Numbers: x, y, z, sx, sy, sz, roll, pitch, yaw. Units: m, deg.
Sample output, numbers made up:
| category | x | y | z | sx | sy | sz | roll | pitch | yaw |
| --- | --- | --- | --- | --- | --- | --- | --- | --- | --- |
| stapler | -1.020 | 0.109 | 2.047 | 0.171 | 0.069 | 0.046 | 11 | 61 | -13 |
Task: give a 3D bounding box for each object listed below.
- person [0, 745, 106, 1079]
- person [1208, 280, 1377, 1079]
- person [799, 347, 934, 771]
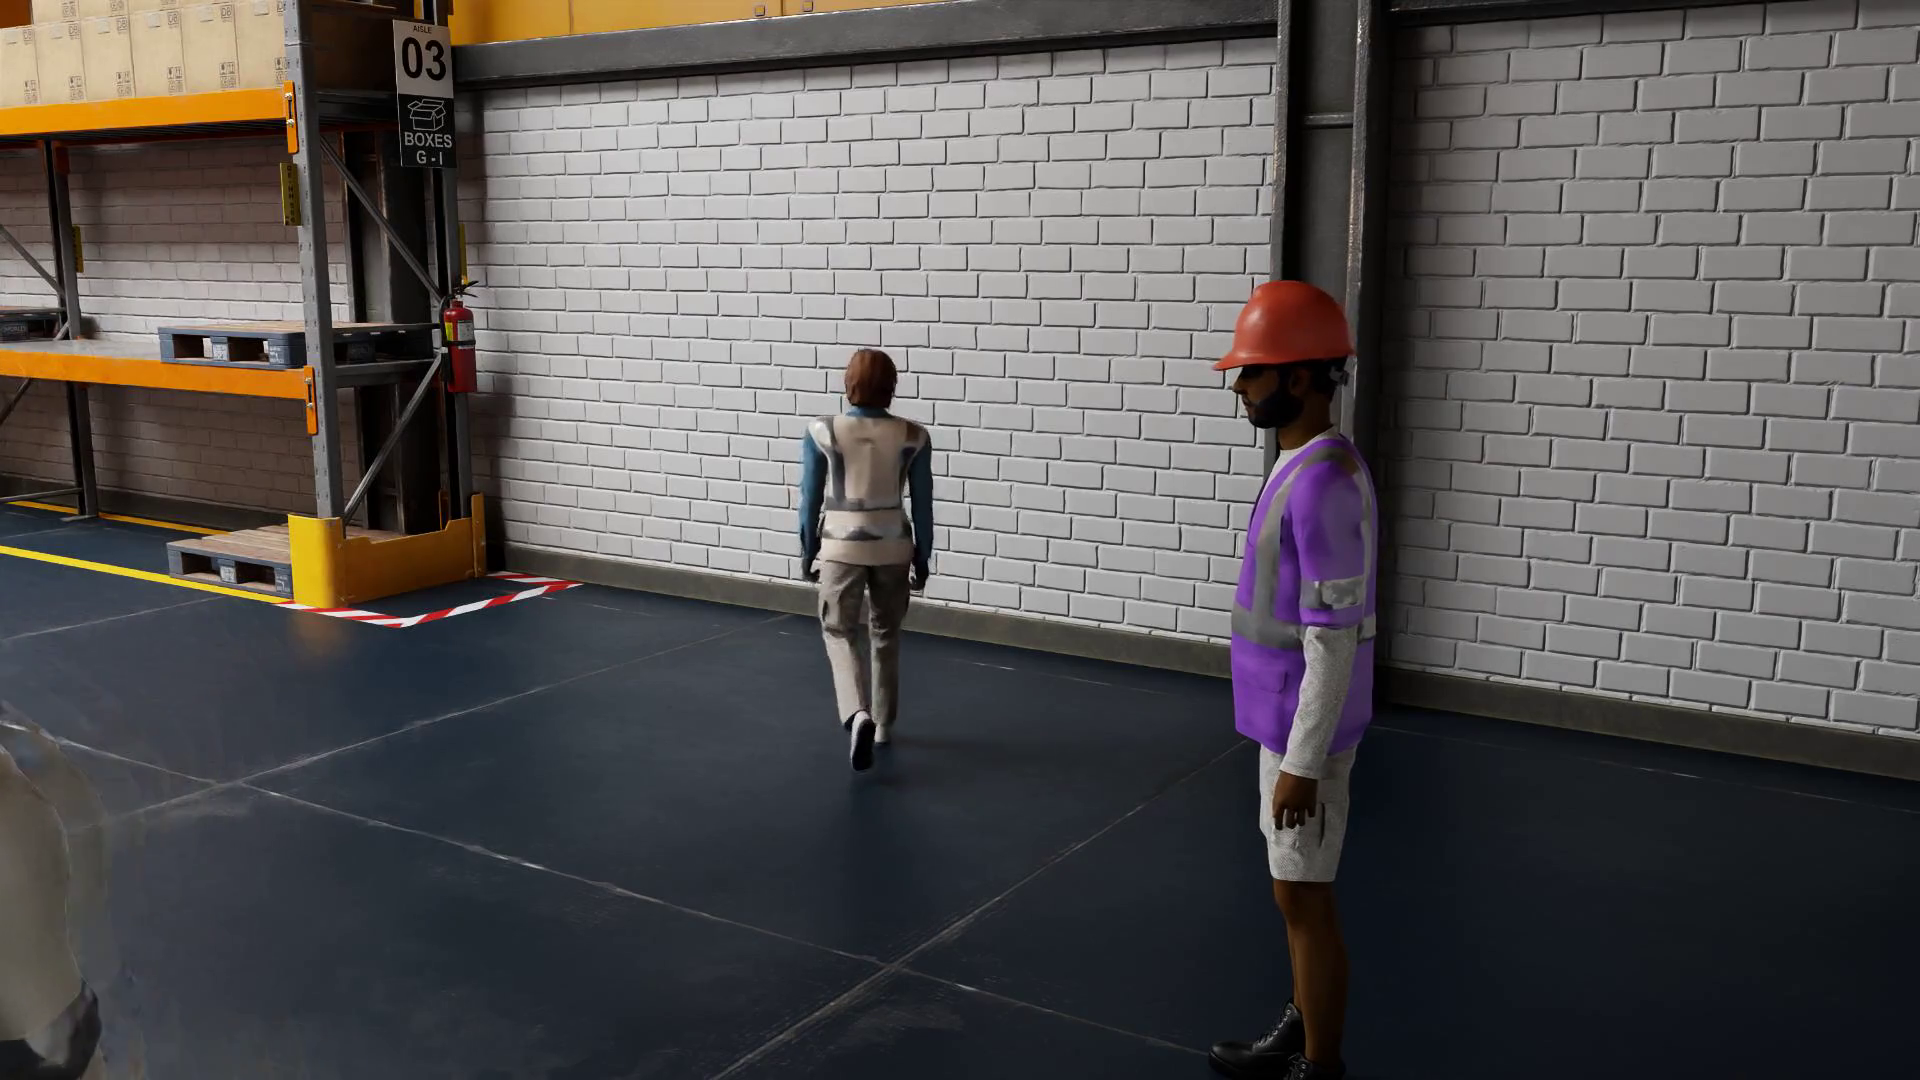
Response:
| category | x | y | z | sx | sy | sz | roll | pitch | yaw |
| --- | --- | --- | --- | --- | --- | --- | --- | --- | --- |
| person | -1.062 | 0.748 | 1.649 | 0.611 | 2.000 | 1.044 | 5 | 11 | 25 |
| person | 0.729 | 0.395 | 3.734 | 0.372 | 1.933 | 0.552 | 1 | 10 | 8 |
| person | -0.353 | 0.068 | 6.430 | 0.522 | 1.616 | 0.671 | -2 | 10 | -12 |
